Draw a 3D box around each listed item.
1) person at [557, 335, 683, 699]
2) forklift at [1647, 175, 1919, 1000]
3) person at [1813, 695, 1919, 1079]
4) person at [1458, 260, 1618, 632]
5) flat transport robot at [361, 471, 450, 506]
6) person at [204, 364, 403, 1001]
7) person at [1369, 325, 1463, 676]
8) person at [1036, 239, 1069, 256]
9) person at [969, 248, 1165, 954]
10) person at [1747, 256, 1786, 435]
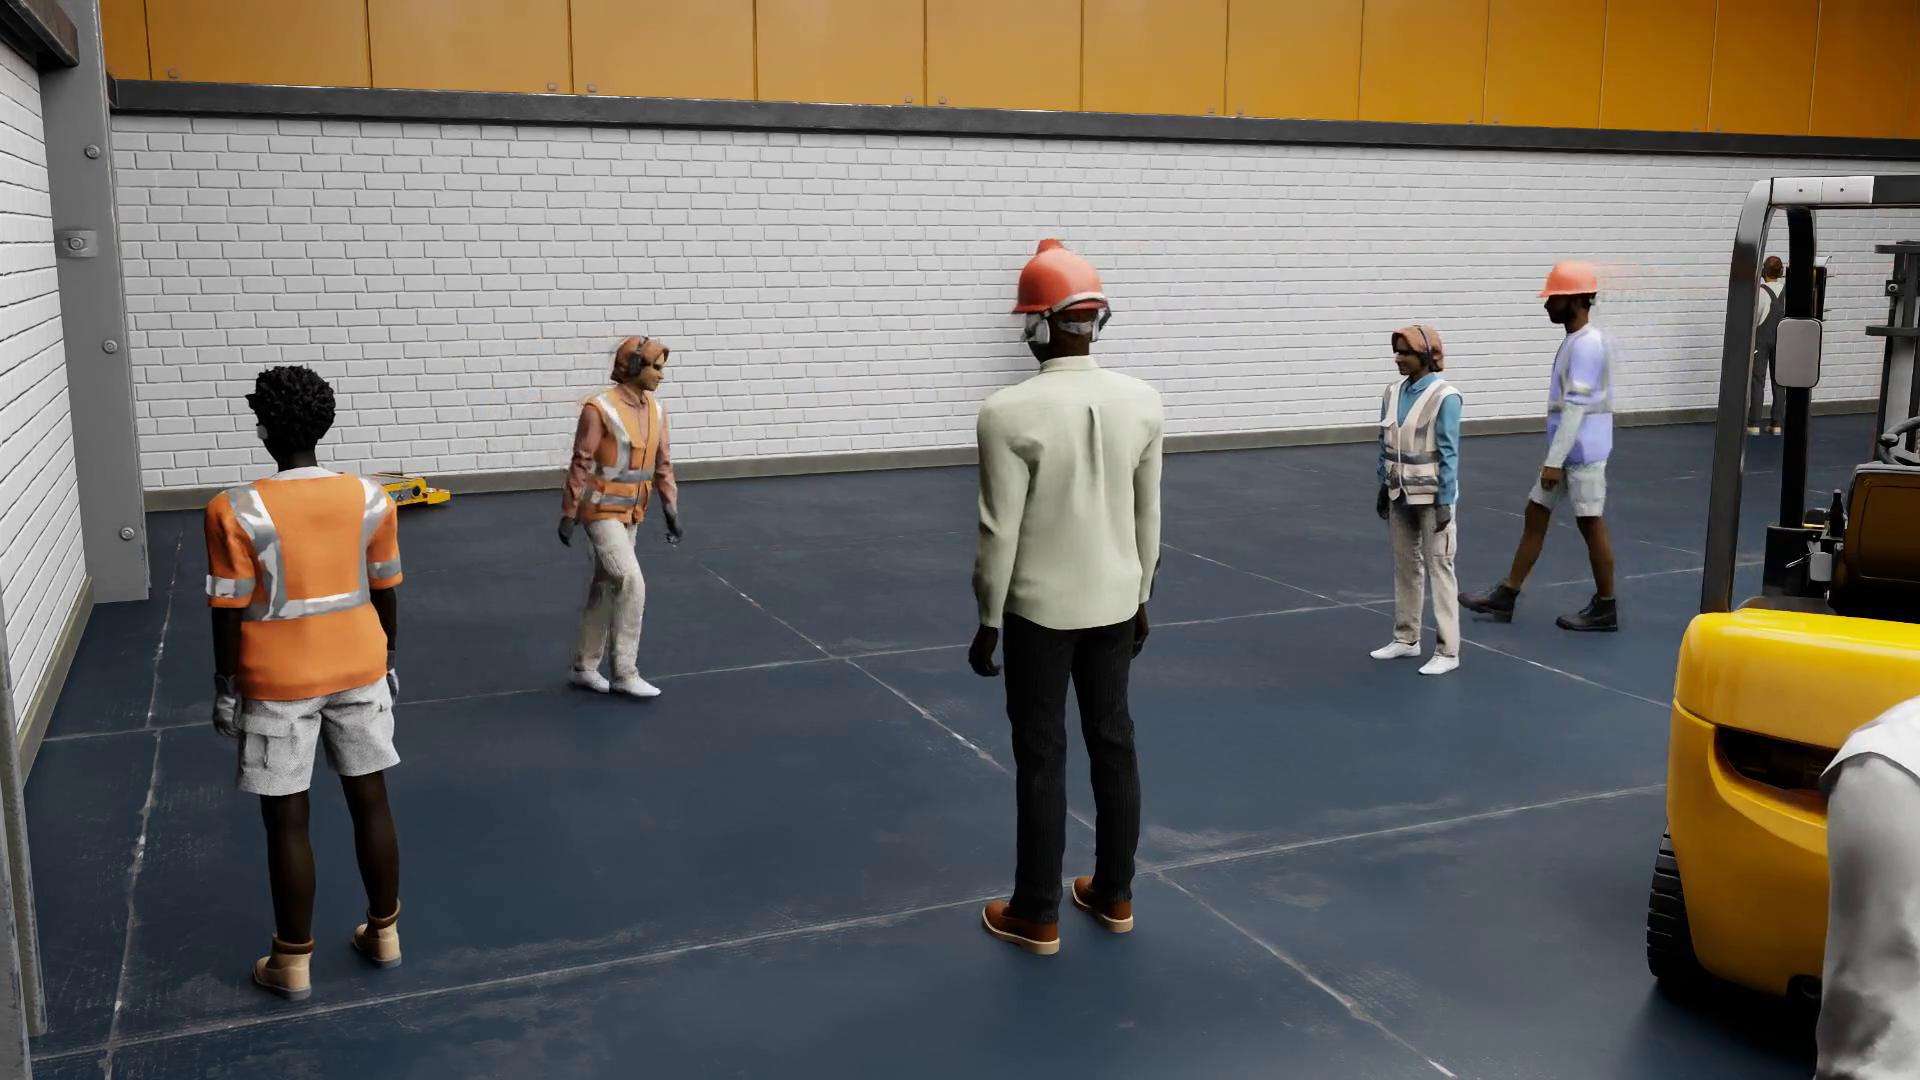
[{"bbox_3d":[-1.500,-0.094,7.313,0.610,1.590,0.532,4,11,22],"label":"person"},{"bbox_3d":[2.810,0.094,4.662,1.214,2.155,2.313,7,12,34],"label":"forklift"},{"bbox_3d":[1.102,0.777,1.751,0.584,1.882,0.337,-5,11,-26],"label":"person"},{"bbox_3d":[3.010,-0.466,8.543,0.900,1.899,0.575,2,11,12],"label":"person"},{"bbox_3d":[-4.540,-0.319,12.239,0.652,0.197,1.431,6,12,31],"label":"flat transport robot"},{"bbox_3d":[-1.745,0.378,4.487,0.319,1.690,0.532,9,14,41],"label":"person"},{"bbox_3d":[2.146,-0.189,7.799,0.321,1.627,0.530,-5,11,-25],"label":"person"},{"bbox_3d":[0.899,-1.606,14.518,0.542,2.015,0.669,2,11,13],"label":"person"},{"bbox_3d":[0.297,0.181,4.735,0.608,1.995,0.380,-6,12,-30],"label":"person"},{"bbox_3d":[8.310,-1.994,17.128,0.505,1.847,0.349,0,10,-2],"label":"person"}]
